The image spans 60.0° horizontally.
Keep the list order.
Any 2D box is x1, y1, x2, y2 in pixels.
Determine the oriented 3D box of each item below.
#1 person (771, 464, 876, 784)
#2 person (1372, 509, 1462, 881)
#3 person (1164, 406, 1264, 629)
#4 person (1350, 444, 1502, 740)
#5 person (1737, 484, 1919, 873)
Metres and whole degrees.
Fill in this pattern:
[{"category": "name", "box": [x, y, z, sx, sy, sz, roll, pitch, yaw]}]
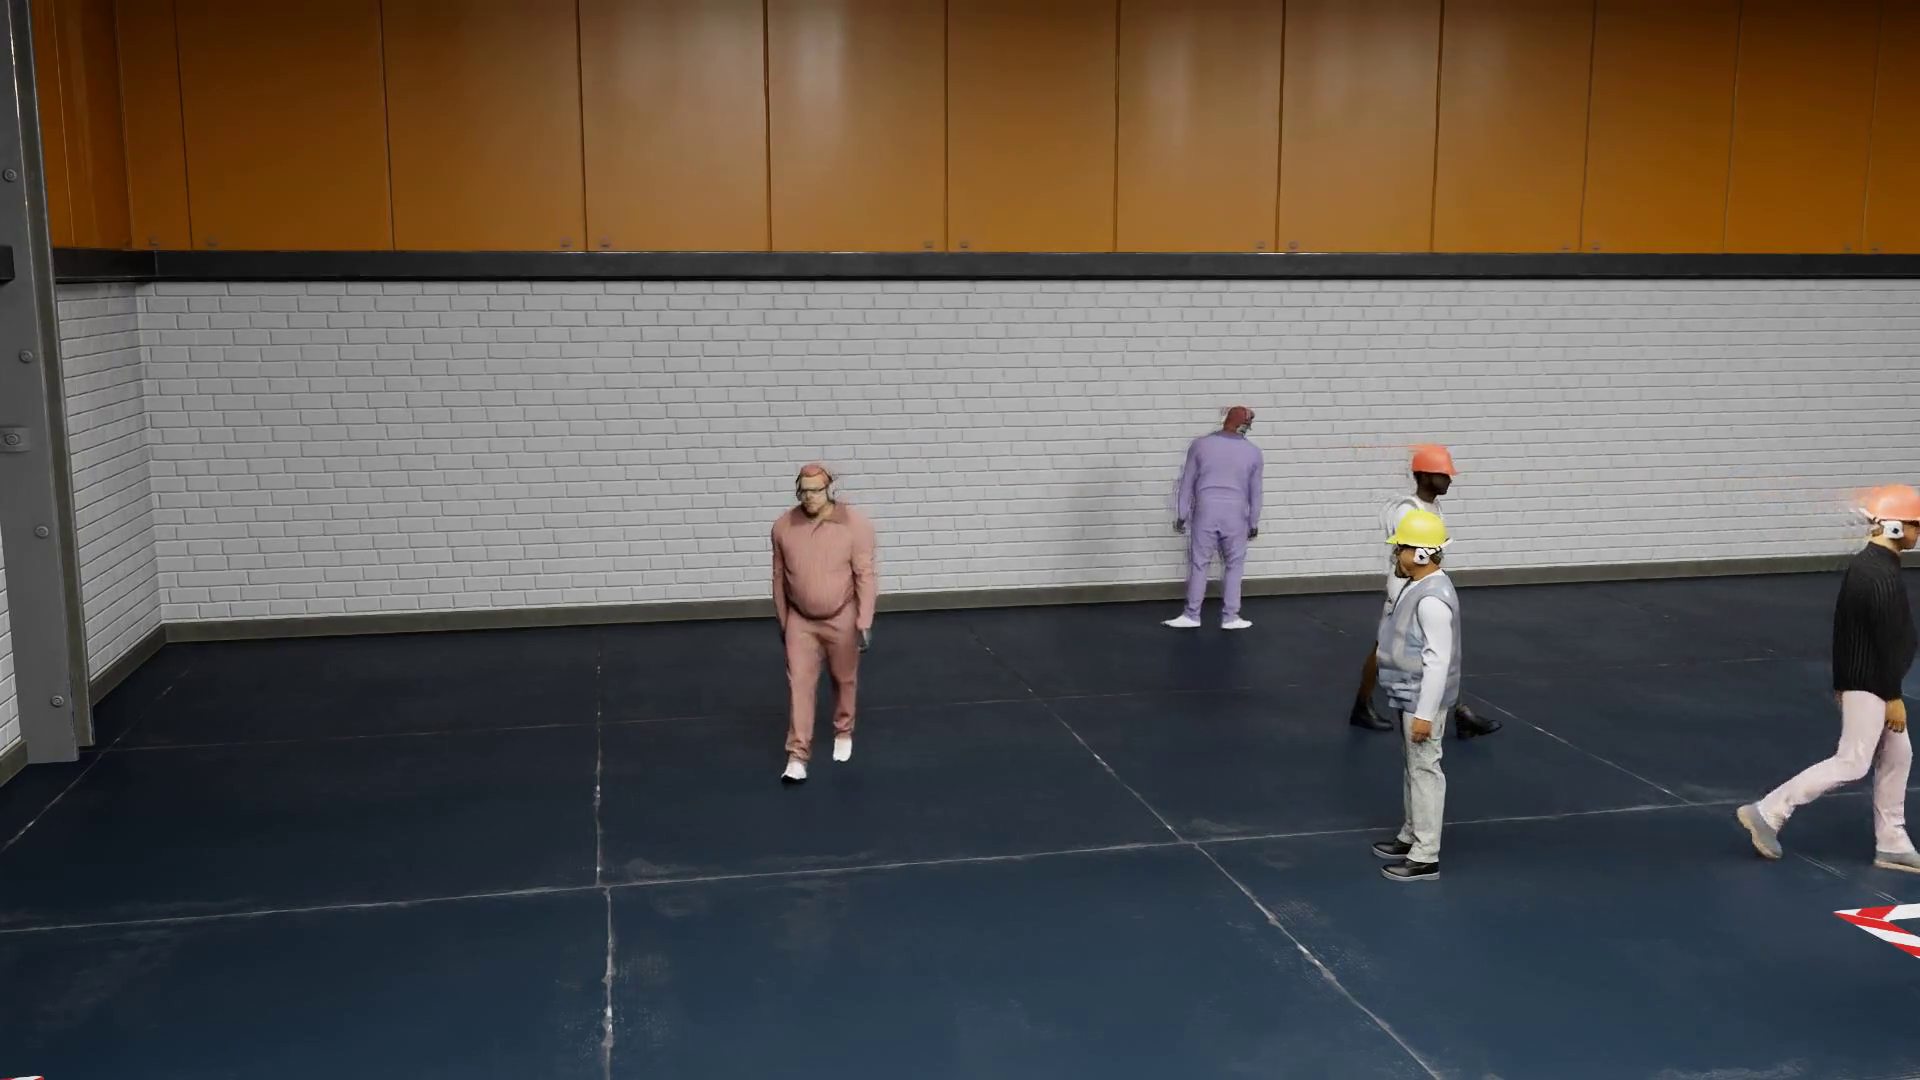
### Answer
[{"category": "person", "box": [-0.814, 0.478, 9.827, 0.651, 1.852, 0.984, 1, 9, 6]}, {"category": "person", "box": [2.246, 0.758, 8.185, 0.404, 1.834, 0.591, 2, 9, 10]}, {"category": "person", "box": [2.105, -0.179, 13.851, 0.813, 1.868, 0.395, 2, 9, 10]}, {"category": "person", "box": [2.947, 0.338, 10.569, 0.997, 1.886, 0.550, 9, 13, 42]}, {"category": "person", "box": [4.426, 0.686, 8.243, 0.885, 1.965, 0.617, 4, 10, 25]}]
